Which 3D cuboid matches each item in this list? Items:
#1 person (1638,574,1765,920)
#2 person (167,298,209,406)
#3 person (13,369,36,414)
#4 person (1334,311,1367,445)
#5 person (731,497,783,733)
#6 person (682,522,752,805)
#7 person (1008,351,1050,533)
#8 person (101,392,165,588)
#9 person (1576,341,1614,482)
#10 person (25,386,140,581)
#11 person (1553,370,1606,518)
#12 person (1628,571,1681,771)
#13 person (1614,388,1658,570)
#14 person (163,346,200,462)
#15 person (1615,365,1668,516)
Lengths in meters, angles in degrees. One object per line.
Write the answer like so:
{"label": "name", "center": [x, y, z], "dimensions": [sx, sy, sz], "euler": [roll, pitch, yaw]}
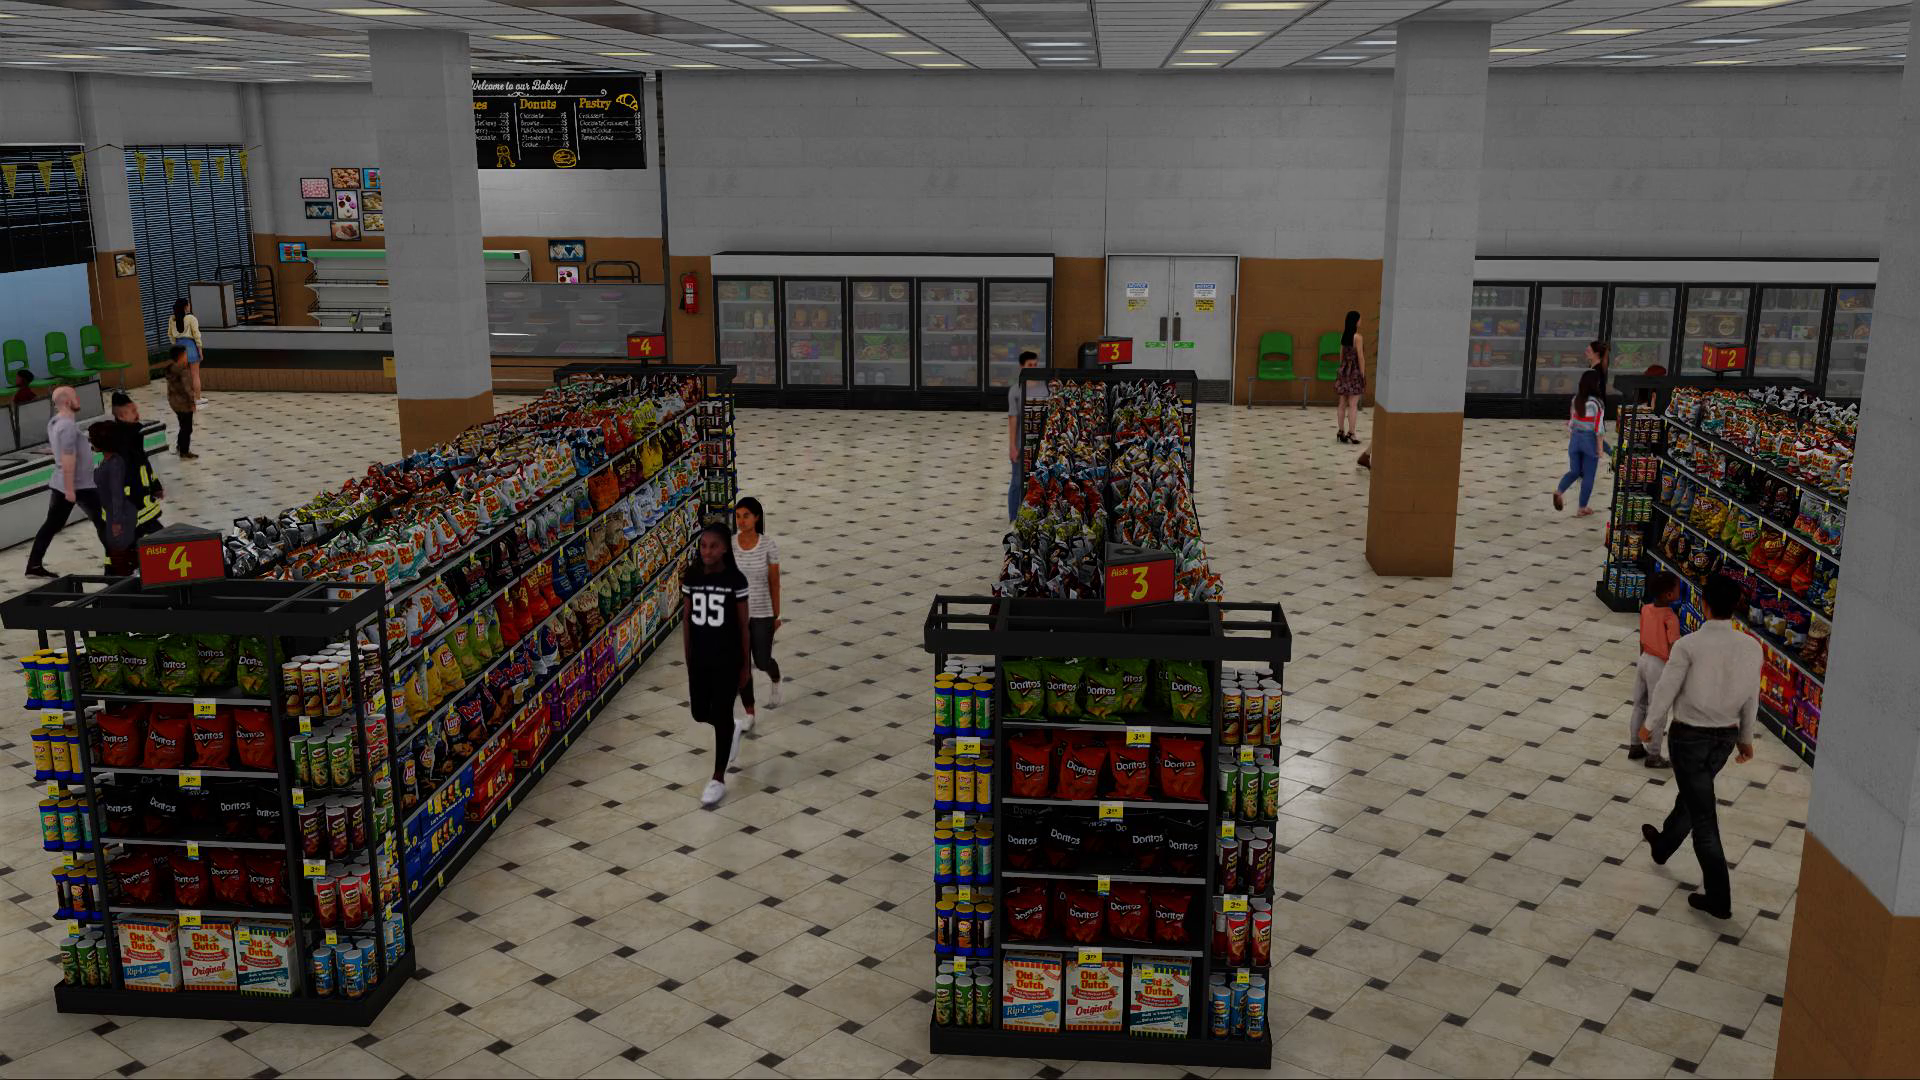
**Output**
{"label": "person", "center": [3.942, 1.111, 8.721], "dimensions": [0.860, 1.763, 1.222], "euler": [-2, 14, -8]}
{"label": "person", "center": [-11.883, -2.903, 25.556], "dimensions": [0.632, 1.630, 0.512], "euler": [1, 14, 5]}
{"label": "person", "center": [-11.418, -1.472, 20.450], "dimensions": [0.668, 1.255, 0.583], "euler": [-4, 14, -16]}
{"label": "person", "center": [5.239, -2.180, 22.269], "dimensions": [0.859, 1.774, 0.782], "euler": [-7, 15, -28]}
{"label": "person", "center": [-1.433, 0.495, 11.538], "dimensions": [0.630, 1.634, 0.832], "euler": [3, 14, 13]}
{"label": "person", "center": [-1.485, 0.737, 10.367], "dimensions": [0.715, 1.715, 0.978], "euler": [4, 14, 15]}
{"label": "person", "center": [0.708, -1.007, 17.194], "dimensions": [0.749, 1.886, 0.789], "euler": [-10, 17, -35]}
{"label": "person", "center": [-7.470, -0.386, 14.738], "dimensions": [1.079, 1.838, 1.035], "euler": [-8, 16, -29]}
{"label": "person", "center": [7.594, -1.514, 19.748], "dimensions": [0.845, 1.668, 0.896], "euler": [6, 15, 22]}
{"label": "person", "center": [-8.186, -0.460, 15.157], "dimensions": [1.317, 1.784, 1.214], "euler": [-12, 18, -41]}
{"label": "person", "center": [6.643, -1.017, 17.849], "dimensions": [0.920, 1.597, 0.892], "euler": [-8, 16, -30]}
{"label": "person", "center": [4.531, 0.834, 10.825], "dimensions": [0.603, 1.310, 0.502], "euler": [-4, 14, -15]}
{"label": "person", "center": [6.399, -0.608, 15.619], "dimensions": [0.812, 1.853, 0.668], "euler": [-6, 15, -23]}
{"label": "person", "center": [-9.933, -1.723, 21.081], "dimensions": [0.711, 1.446, 0.741], "euler": [10, 17, 35]}
{"label": "person", "center": [6.933, -0.882, 16.913], "dimensions": [0.867, 1.777, 0.911], "euler": [-5, 14, -20]}
